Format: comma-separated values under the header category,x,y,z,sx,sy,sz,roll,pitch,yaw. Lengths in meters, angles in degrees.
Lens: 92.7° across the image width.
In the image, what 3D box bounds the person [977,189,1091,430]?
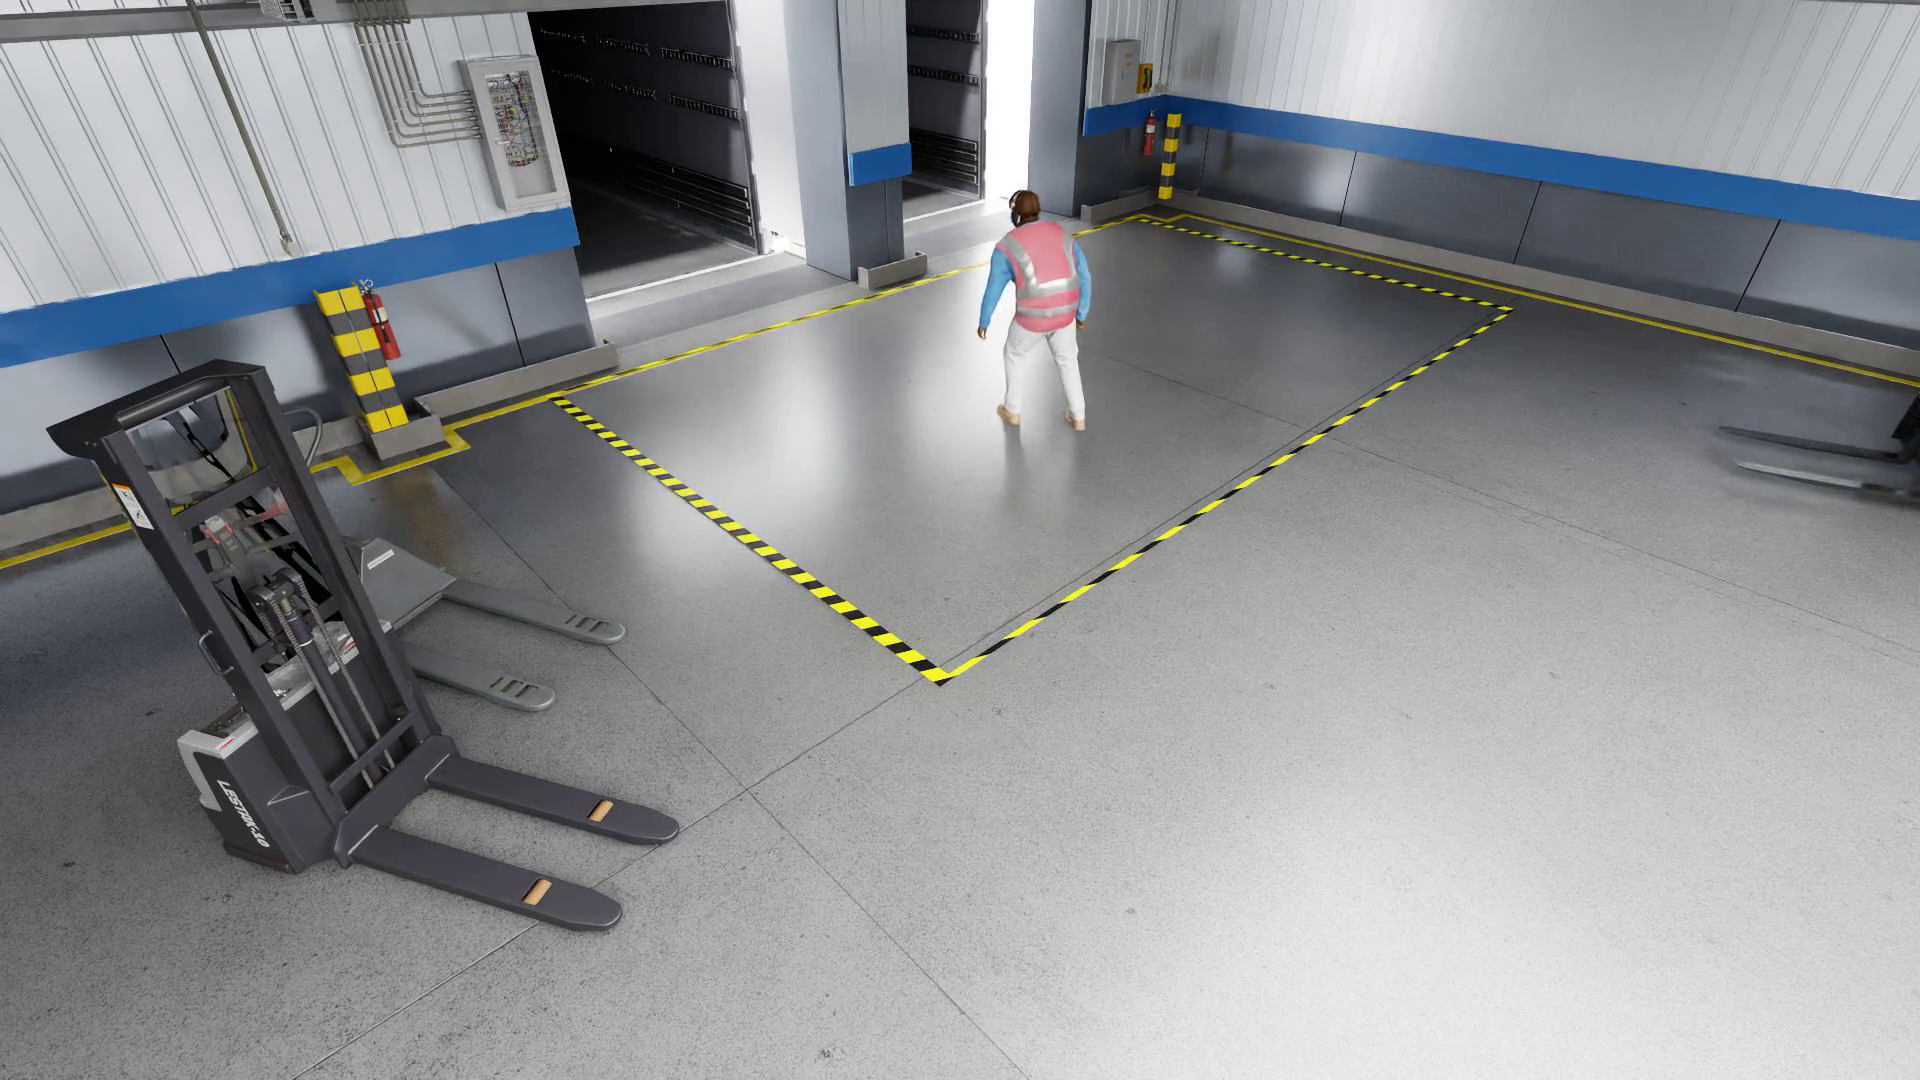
category,x,y,z,sx,sy,sz,roll,pitch,yaw
person,0.566,-1.625,6.660,0.810,1.675,0.648,-11,36,-16

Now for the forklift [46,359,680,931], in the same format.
category,x,y,z,sx,sy,sz,roll,pitch,yaw
forklift,-2.135,0.422,3.354,1.885,1.965,0.823,10,35,14

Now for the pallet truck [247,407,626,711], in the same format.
category,x,y,z,sx,sy,sz,roll,pitch,yaw
pallet truck,-2.628,0.038,4.590,1.601,1.201,0.680,12,36,18
